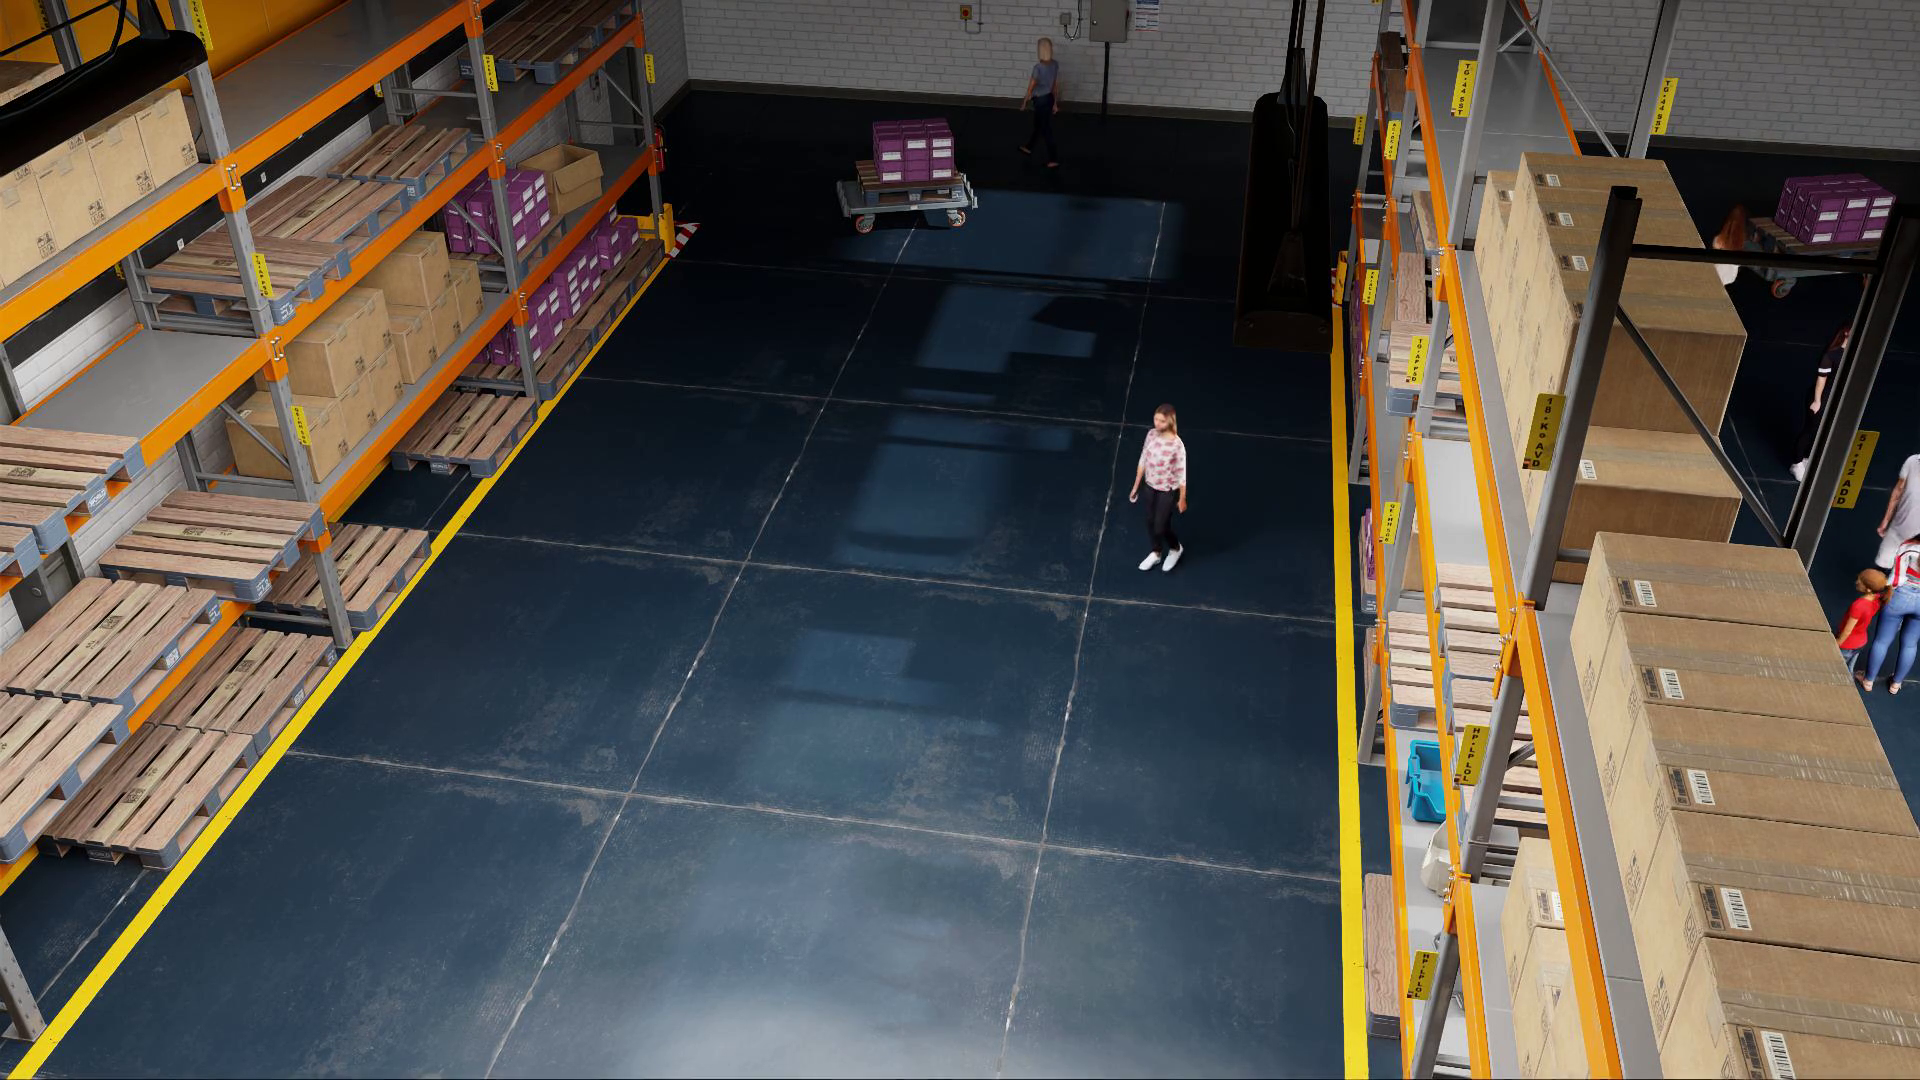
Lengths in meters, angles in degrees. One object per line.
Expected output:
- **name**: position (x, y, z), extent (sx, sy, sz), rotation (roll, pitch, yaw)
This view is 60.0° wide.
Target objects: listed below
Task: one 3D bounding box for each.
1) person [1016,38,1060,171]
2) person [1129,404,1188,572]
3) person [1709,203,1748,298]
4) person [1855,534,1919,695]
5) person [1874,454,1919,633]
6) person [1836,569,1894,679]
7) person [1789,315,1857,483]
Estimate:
- **person**: position (1.163, -5.661, 21.735), extent (0.995, 1.685, 1.072), rotation (24, 41, 32)
- **person**: position (1.760, -0.456, 13.967), extent (0.796, 1.616, 0.738), rotation (-23, 40, -30)
- **person**: position (7.847, -2.591, 17.105), extent (0.834, 1.699, 0.991), rotation (-7, 34, -11)
- **person**: position (7.191, 0.462, 12.586), extent (0.602, 1.615, 0.524), rotation (8, 34, 11)
- **person**: position (7.662, -0.110, 13.261), extent (1.046, 1.821, 0.984), rotation (-25, 41, -32)
- **person**: position (6.652, 0.763, 12.411), extent (0.571, 1.308, 0.632), rotation (-19, 38, -26)
- **person**: position (7.959, -1.317, 15.241), extent (0.711, 1.639, 0.749), rotation (-14, 36, -20)
